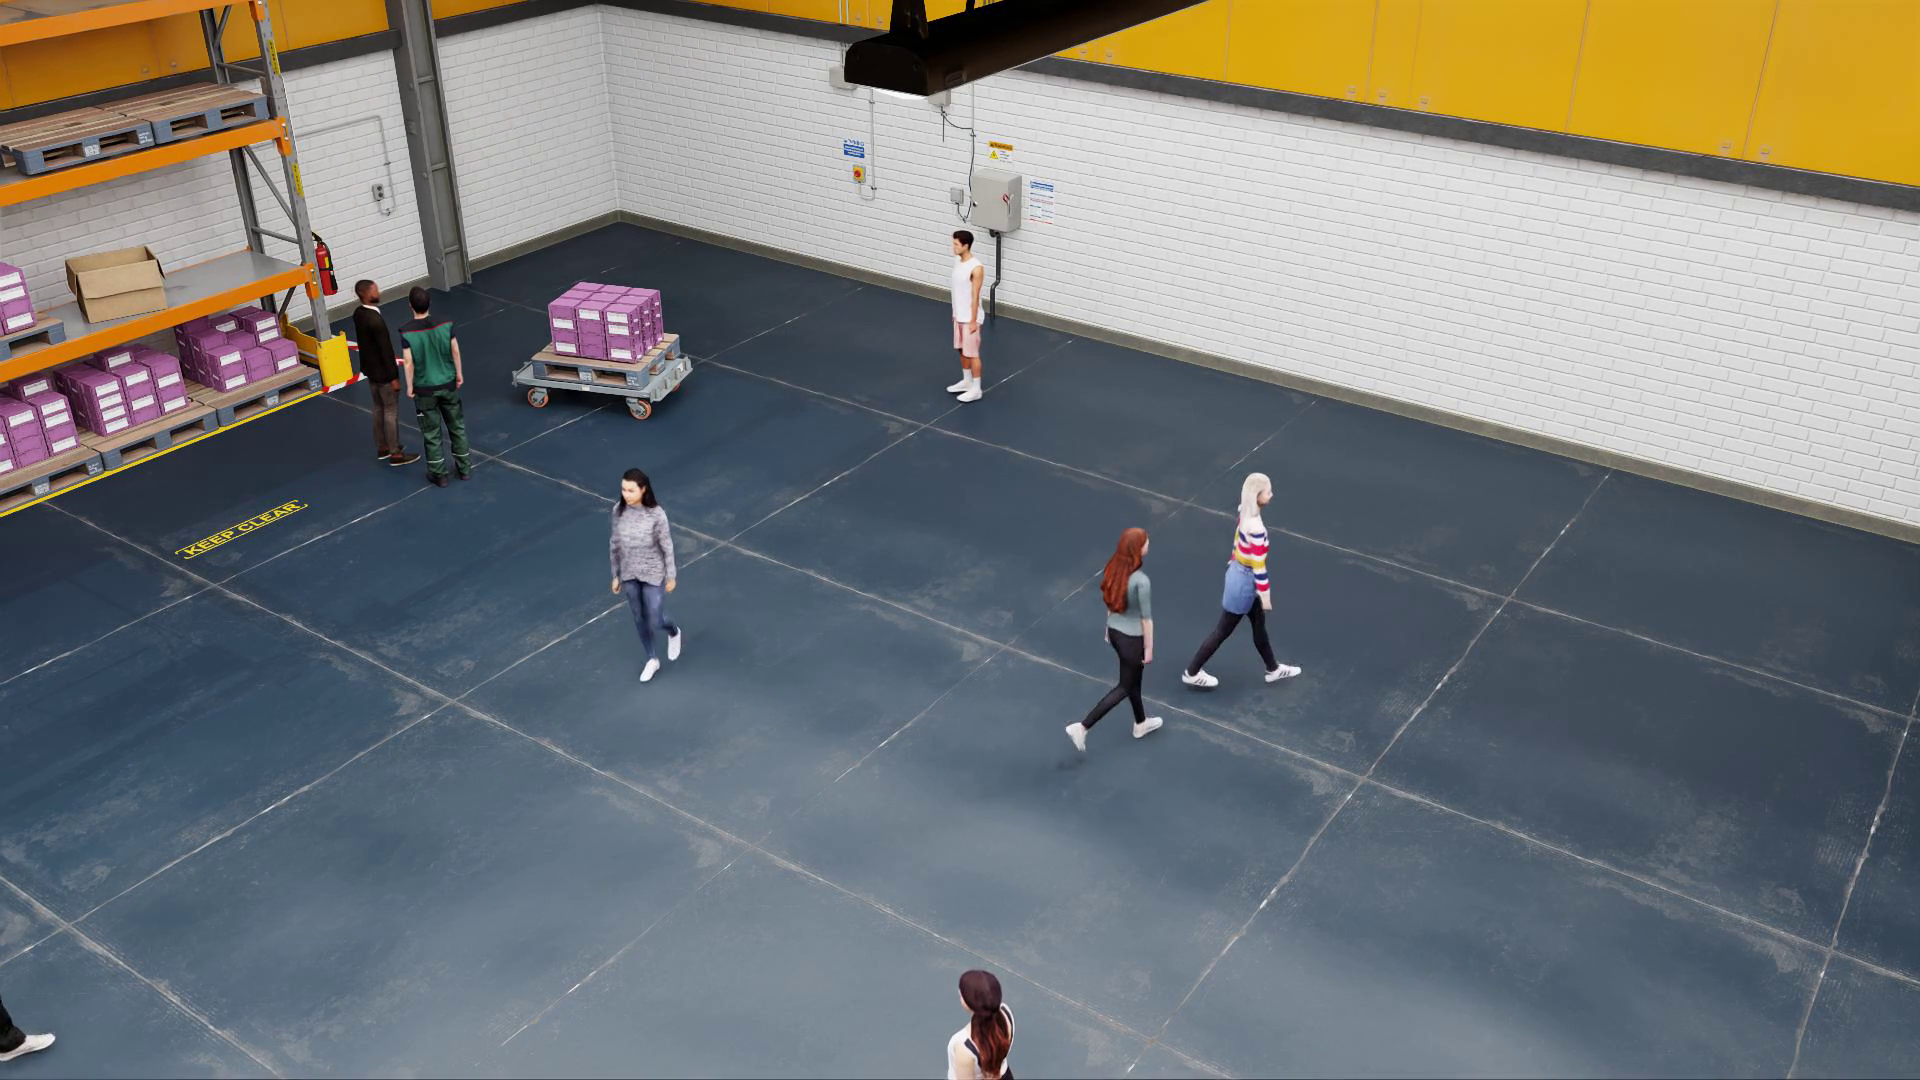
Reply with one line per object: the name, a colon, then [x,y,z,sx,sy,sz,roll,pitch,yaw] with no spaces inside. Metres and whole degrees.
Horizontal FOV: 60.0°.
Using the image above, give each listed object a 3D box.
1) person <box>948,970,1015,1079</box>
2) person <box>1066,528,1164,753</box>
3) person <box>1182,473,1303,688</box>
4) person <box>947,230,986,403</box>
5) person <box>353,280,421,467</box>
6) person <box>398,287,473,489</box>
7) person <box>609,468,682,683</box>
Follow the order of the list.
person: [0.119,2.700,7.941,0.596,1.647,0.448,18,34,30]
person: [1.094,0.725,11.485,1.162,1.720,0.877,-17,33,-28]
person: [1.979,0.342,12.145,1.115,1.760,1.176,1,29,3]
person: [0.094,-2.300,16.968,0.740,1.780,0.738,-13,31,-23]
person: [-5.445,-1.579,15.625,0.610,1.800,0.697,-25,37,-38]
person: [-4.802,-1.412,15.214,0.641,1.901,0.807,-18,34,-30]
person: [-2.318,0.223,12.406,0.714,1.719,0.771,9,30,16]
